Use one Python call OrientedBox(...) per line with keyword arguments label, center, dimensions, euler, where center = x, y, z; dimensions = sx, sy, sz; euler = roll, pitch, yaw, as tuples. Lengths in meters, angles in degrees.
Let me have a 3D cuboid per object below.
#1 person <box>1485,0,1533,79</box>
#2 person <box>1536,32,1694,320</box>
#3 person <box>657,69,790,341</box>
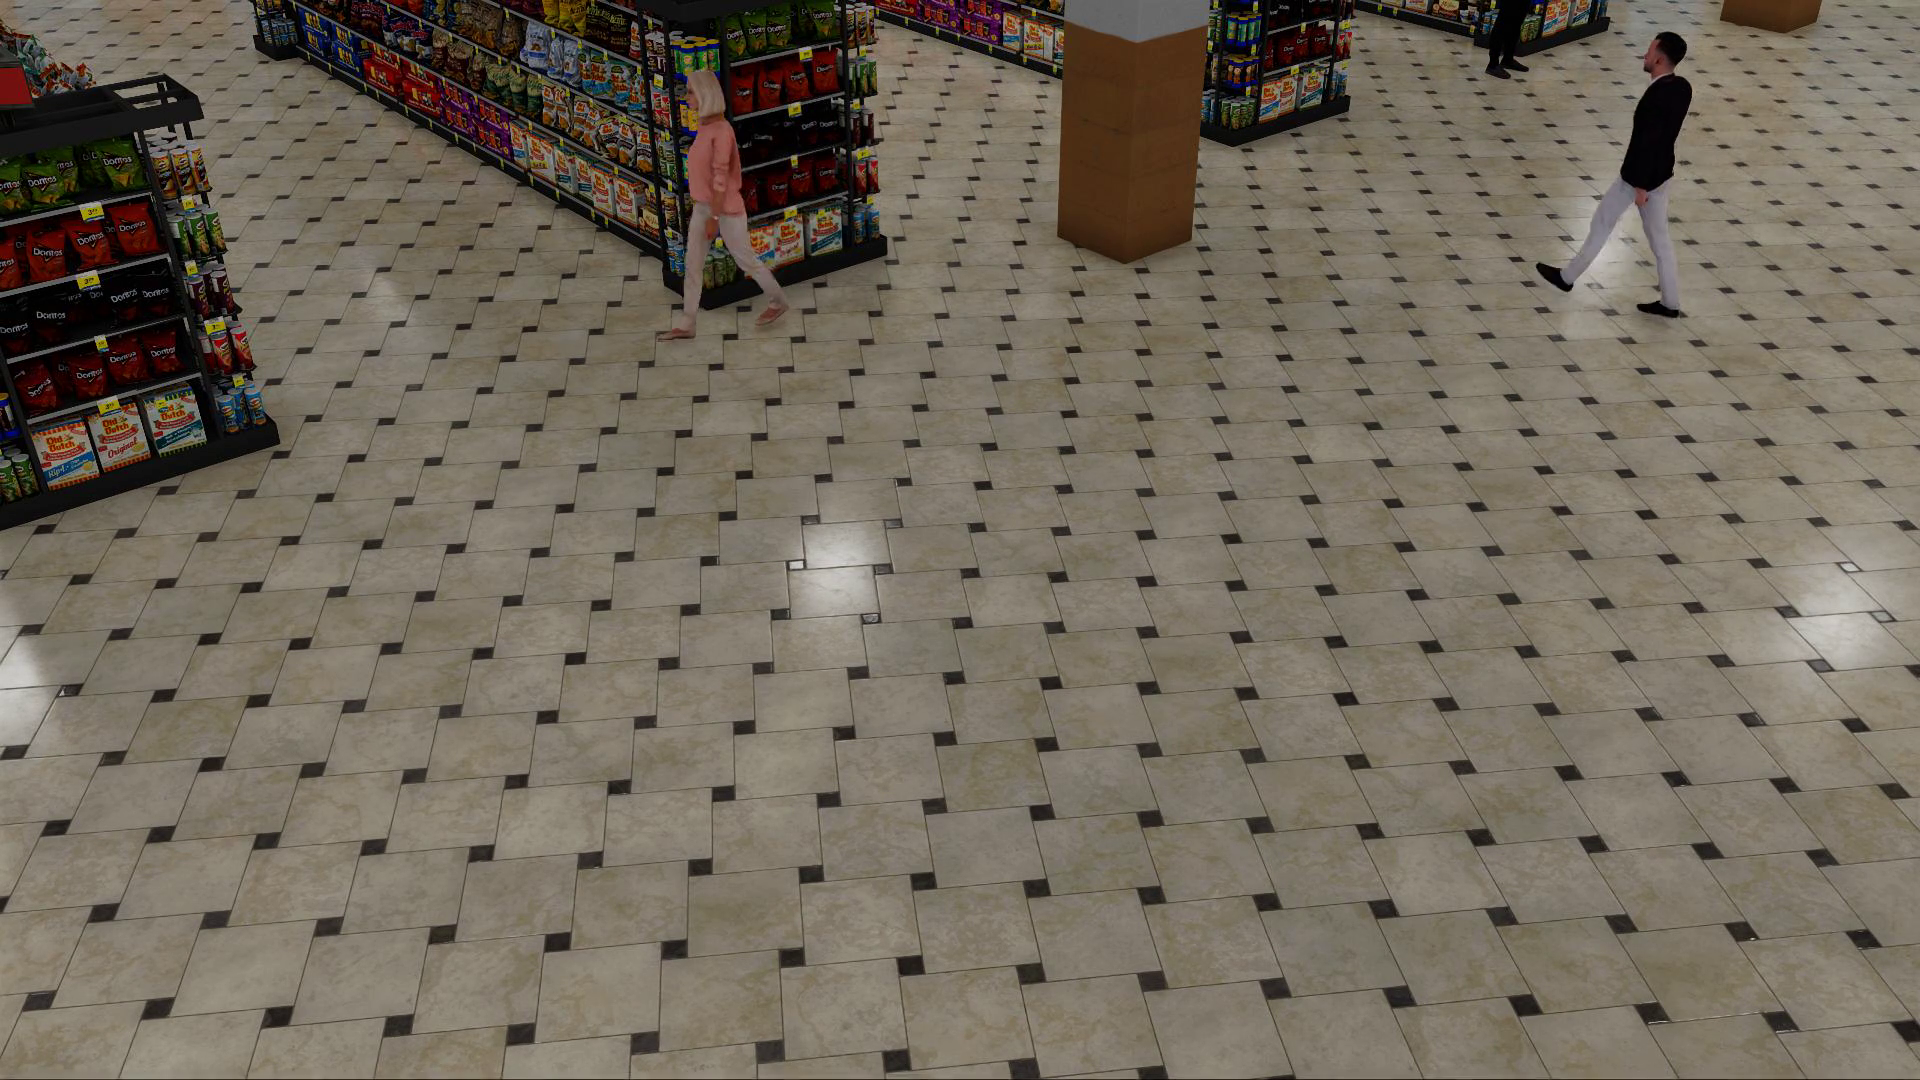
OrientedBox(label="person", center=(5.158, -5.189, 15.298), dimensions=(0.635, 1.754, 0.543), euler=(-27, 41, -36))
OrientedBox(label="person", center=(4.433, -2.240, 10.529), dimensions=(0.717, 1.786, 1.209), euler=(-26, 40, -35))
OrientedBox(label="person", center=(-1.410, -2.052, 10.321), dimensions=(0.735, 1.685, 1.076), euler=(-19, 37, -28))
